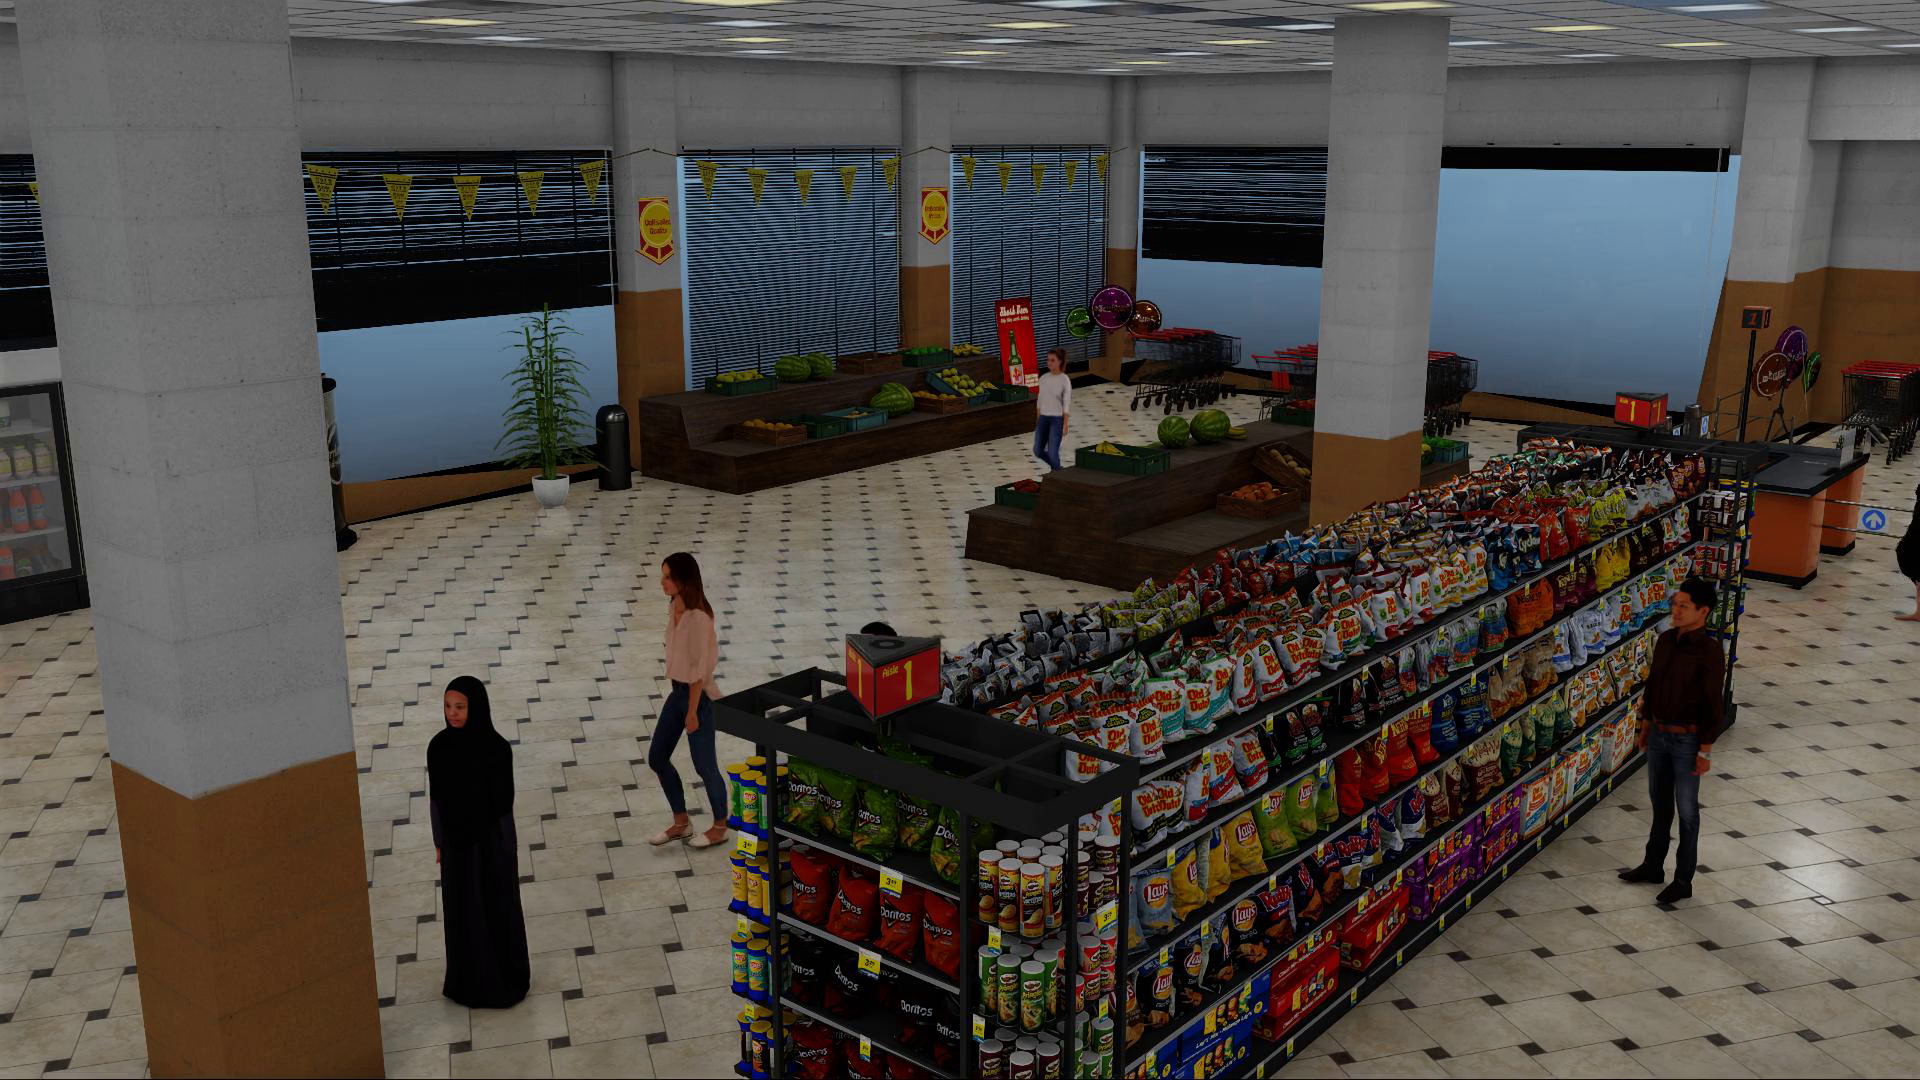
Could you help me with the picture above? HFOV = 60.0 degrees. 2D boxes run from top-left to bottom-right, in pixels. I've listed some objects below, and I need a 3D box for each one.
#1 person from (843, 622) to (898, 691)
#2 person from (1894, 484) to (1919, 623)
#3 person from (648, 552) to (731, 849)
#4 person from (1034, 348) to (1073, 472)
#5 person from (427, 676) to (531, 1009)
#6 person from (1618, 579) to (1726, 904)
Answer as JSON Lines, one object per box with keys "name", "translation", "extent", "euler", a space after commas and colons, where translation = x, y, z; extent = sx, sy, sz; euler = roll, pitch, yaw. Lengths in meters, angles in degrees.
{"name": "person", "translation": [-0.329, 1.263, 8.176], "extent": [1.228, 1.763, 0.795], "euler": [-12, 18, -40]}
{"name": "person", "translation": [8.222, -0.060, 13.946], "extent": [0.637, 1.615, 0.649], "euler": [10, 17, 35]}
{"name": "person", "translation": [-1.444, 0.924, 9.553], "extent": [0.793, 1.771, 0.730], "euler": [-8, 16, -30]}
{"name": "person", "translation": [1.109, -1.339, 19.023], "extent": [0.629, 1.707, 0.754], "euler": [12, 18, 41]}
{"name": "person", "translation": [-2.278, 1.411, 7.879], "extent": [0.702, 1.616, 0.735], "euler": [3, 14, 13]}
{"name": "person", "translation": [3.880, 1.065, 8.953], "extent": [0.711, 1.781, 0.719], "euler": [-5, 14, -18]}
